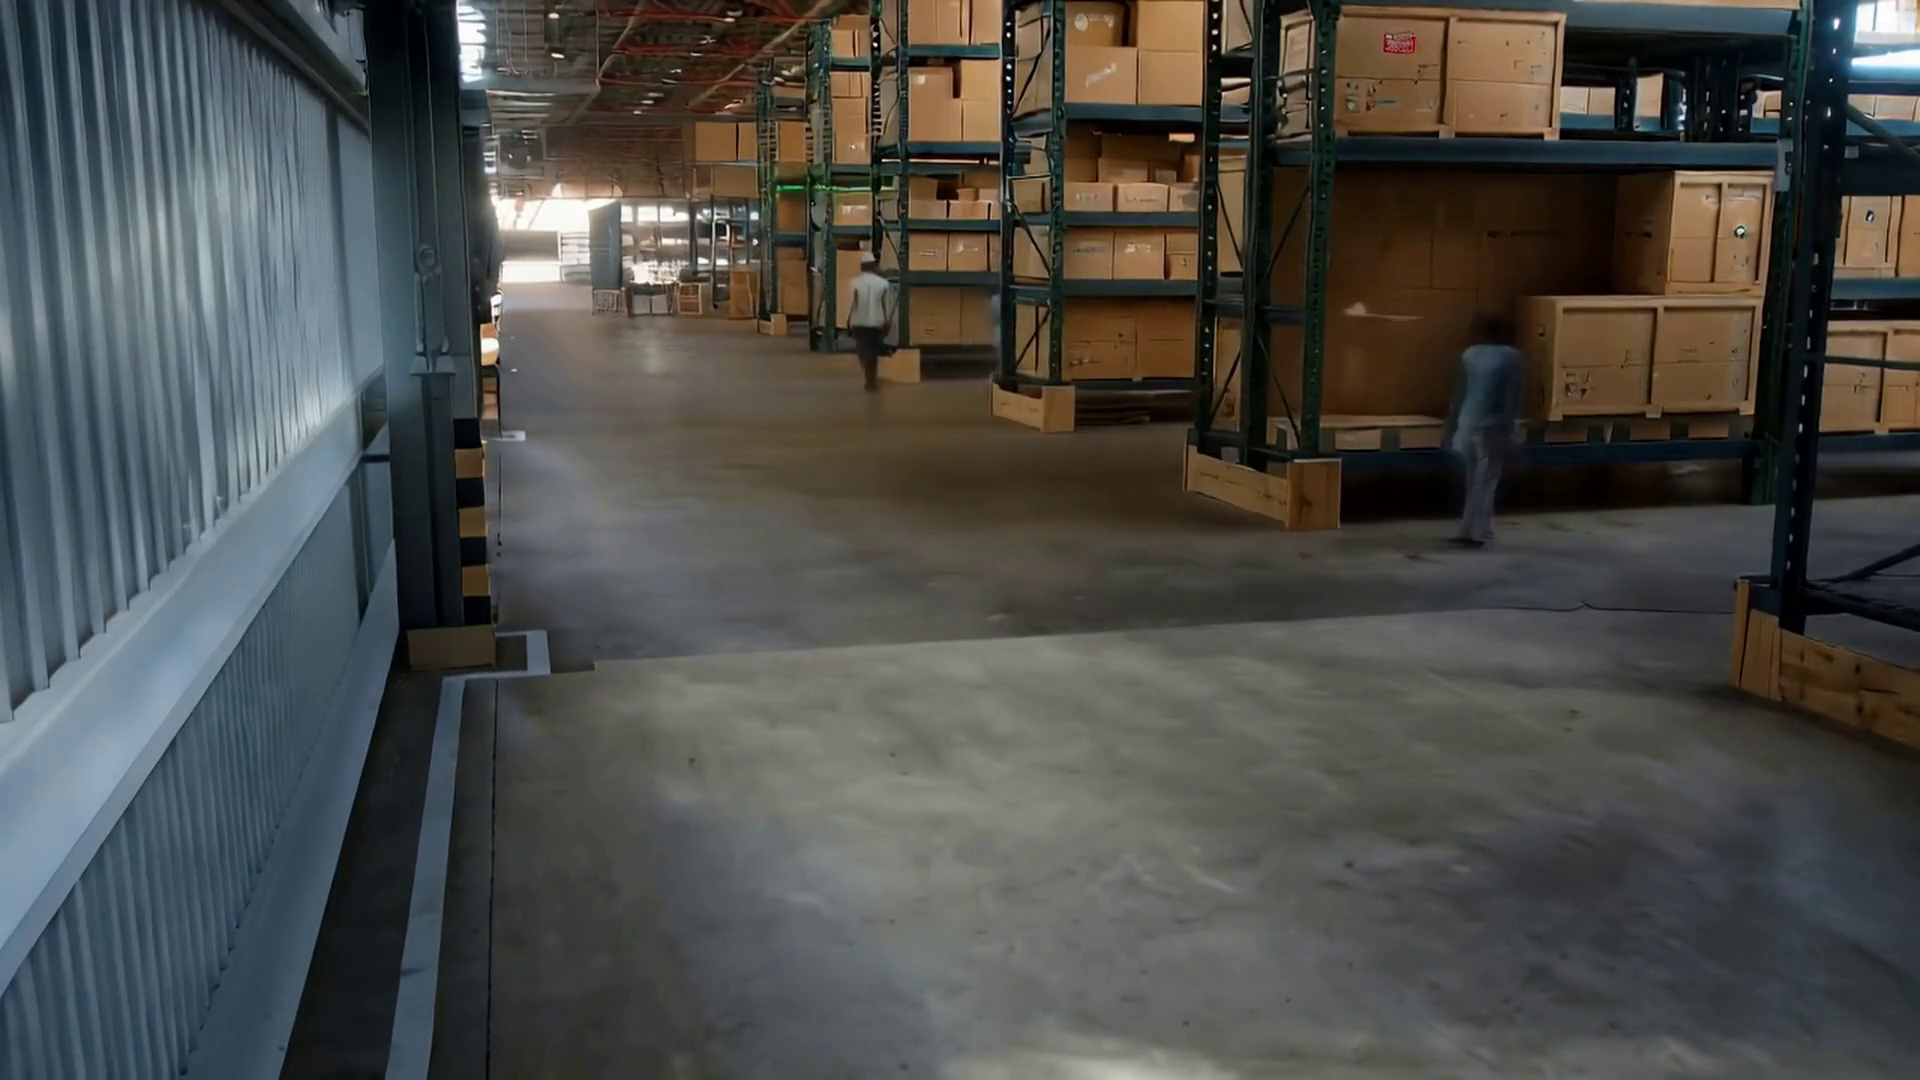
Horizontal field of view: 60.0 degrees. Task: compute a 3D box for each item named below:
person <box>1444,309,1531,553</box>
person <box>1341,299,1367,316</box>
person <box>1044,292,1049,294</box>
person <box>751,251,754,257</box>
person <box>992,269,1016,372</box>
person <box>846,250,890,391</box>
[{"bbox_3d":[3.543,-0.726,11.070,0.652,1.612,0.580,-8,13,-38],"label":"person"},{"bbox_3d":[3.941,-1.832,16.969,0.518,1.730,0.602,1,10,8],"label":"person"},{"bbox_3d":[1.341,-3.157,24.276,0.603,1.827,0.626,-2,10,-12],"label":"person"},{"bbox_3d":[-9.057,-11.792,73.122,0.591,1.827,0.451,-2,10,-13],"label":"person"},{"bbox_3d":[0.599,-2.552,21.049,0.366,1.725,0.499,-6,12,-32],"label":"person"},{"bbox_3d":[-1.260,-3.034,23.146,0.612,1.973,0.716,-3,10,-15],"label":"person"}]
